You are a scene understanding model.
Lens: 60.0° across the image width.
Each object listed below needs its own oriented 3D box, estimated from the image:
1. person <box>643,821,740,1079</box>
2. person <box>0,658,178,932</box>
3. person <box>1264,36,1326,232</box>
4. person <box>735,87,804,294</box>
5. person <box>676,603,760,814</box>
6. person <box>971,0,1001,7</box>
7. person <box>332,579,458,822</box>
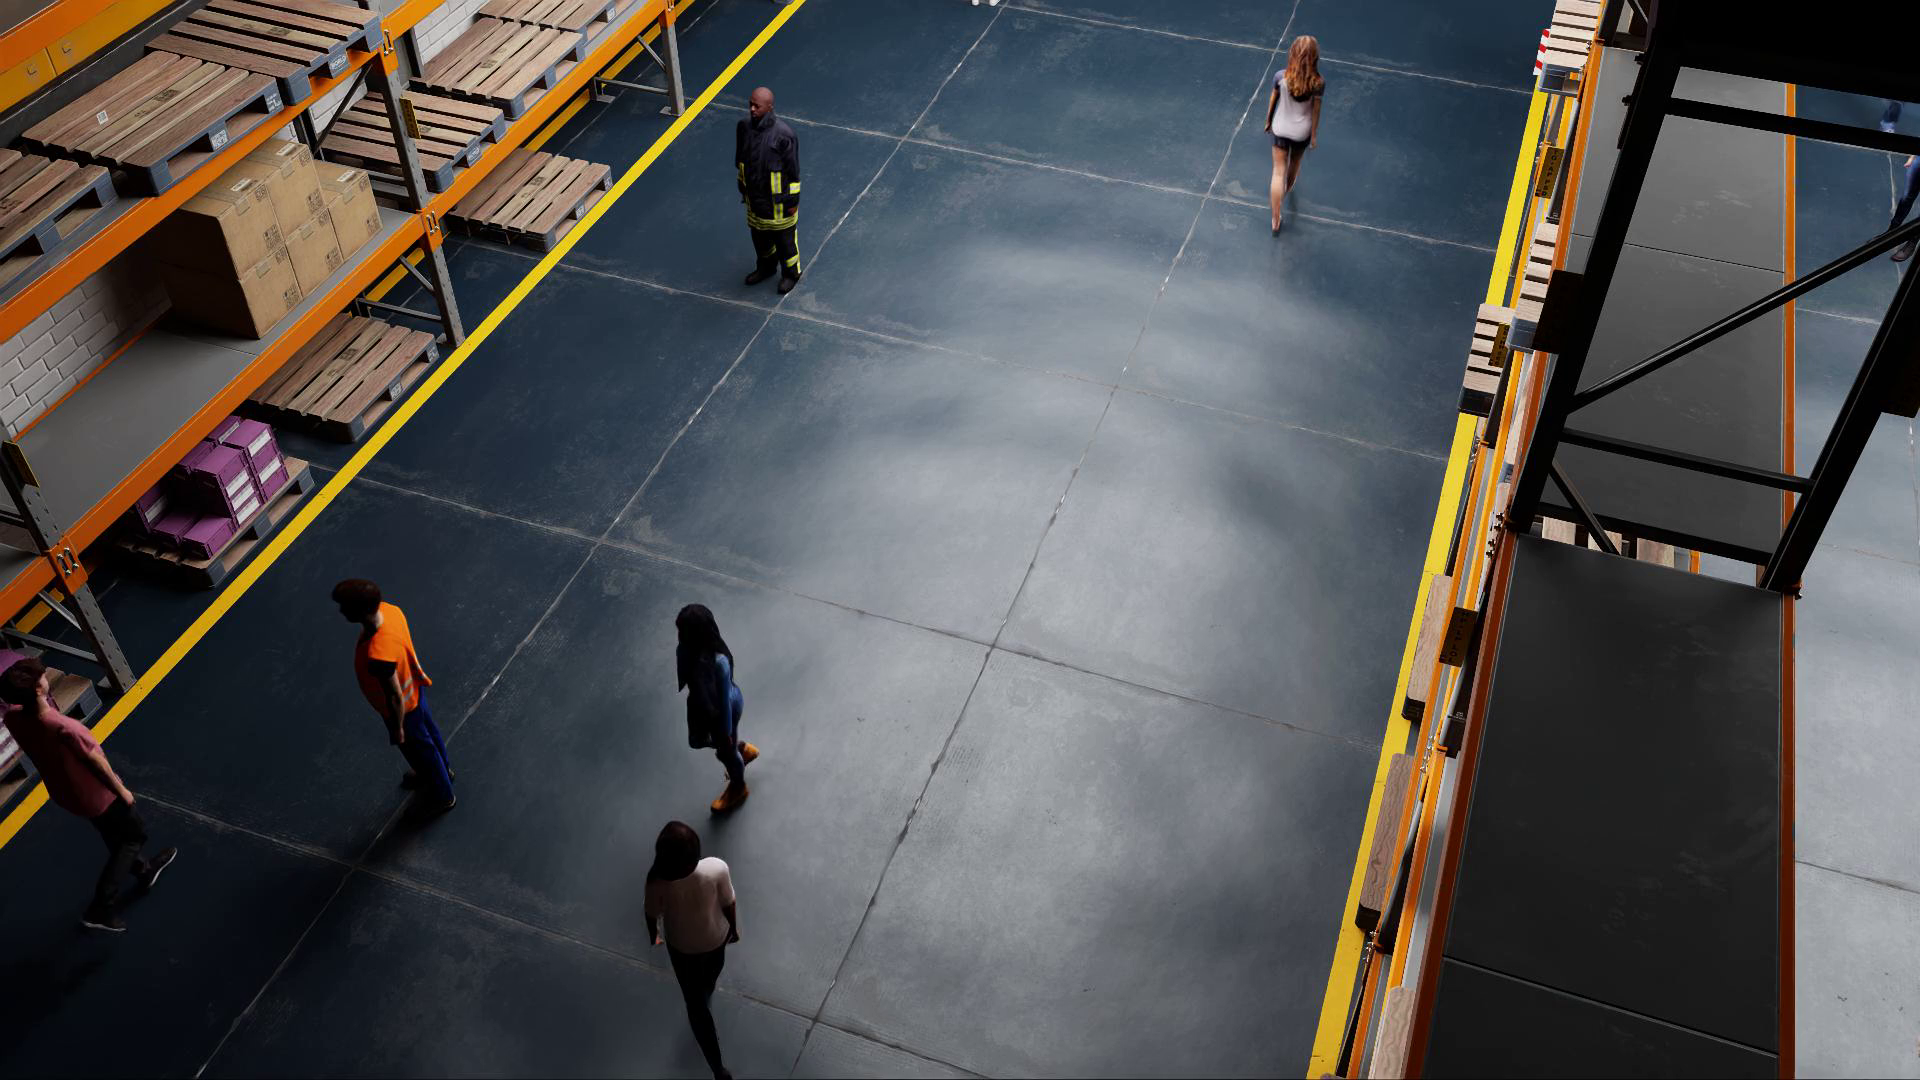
[{"bbox_3d":[-1.324,2.114,8.514,1.048,1.761,1.191,-12,45,-13],"label":"person"},{"bbox_3d":[-4.828,1.435,9.093,0.633,1.945,0.952,13,45,13],"label":"person"},{"bbox_3d":[2.867,-3.487,14.455,0.713,1.676,1.104,9,44,9],"label":"person"},{"bbox_3d":[-1.575,-2.914,13.748,0.777,1.822,0.705,20,47,20],"label":"person"},{"bbox_3d":[-1.362,0.945,9.789,0.781,1.695,0.817,33,53,30],"label":"person"},{"bbox_3d":[0.259,-6.530,17.577,0.626,1.775,0.568,6,44,7],"label":"person"},{"bbox_3d":[-3.258,0.907,9.693,0.849,1.882,0.756,-10,44,-10],"label":"person"}]
